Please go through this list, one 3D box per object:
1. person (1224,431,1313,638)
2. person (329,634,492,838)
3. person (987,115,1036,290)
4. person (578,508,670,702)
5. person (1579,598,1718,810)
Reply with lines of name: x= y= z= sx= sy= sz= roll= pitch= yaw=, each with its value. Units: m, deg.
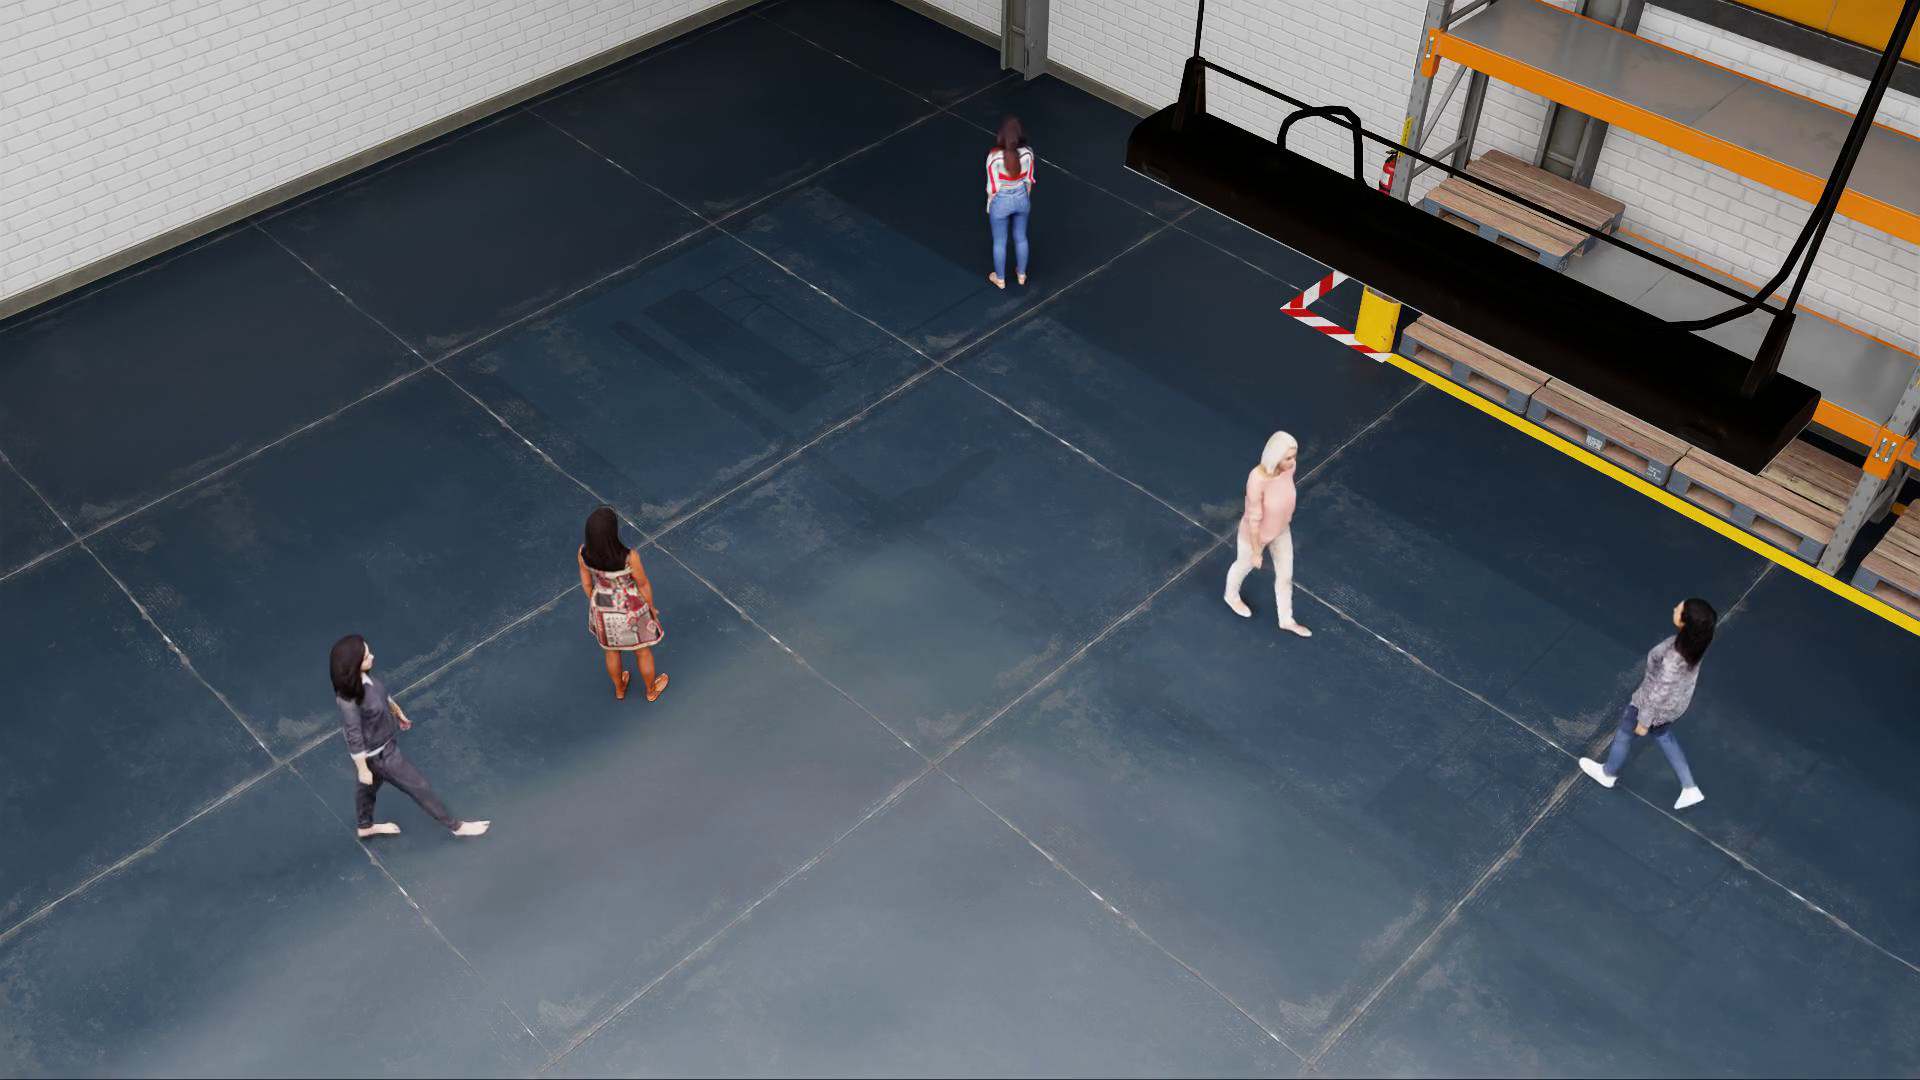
person: x=1.983 y=-0.111 z=11.210 sx=0.653 sy=1.701 sz=0.934 roll=-31 pitch=52 yaw=-29
person: x=-3.541 y=1.228 z=9.784 sx=1.046 sy=1.730 sz=1.086 roll=-8 pitch=44 yaw=-8
person: x=0.429 y=-2.883 z=14.183 sx=0.662 sy=1.614 sz=0.656 roll=-13 pitch=45 yaw=-13
person: x=-2.188 y=0.426 z=10.687 sx=0.688 sy=1.645 sz=0.782 roll=5 pitch=44 yaw=5
person: x=4.288 y=1.020 z=10.013 sx=0.719 sy=1.715 sz=1.021 roll=-28 pitch=50 yaw=-26
